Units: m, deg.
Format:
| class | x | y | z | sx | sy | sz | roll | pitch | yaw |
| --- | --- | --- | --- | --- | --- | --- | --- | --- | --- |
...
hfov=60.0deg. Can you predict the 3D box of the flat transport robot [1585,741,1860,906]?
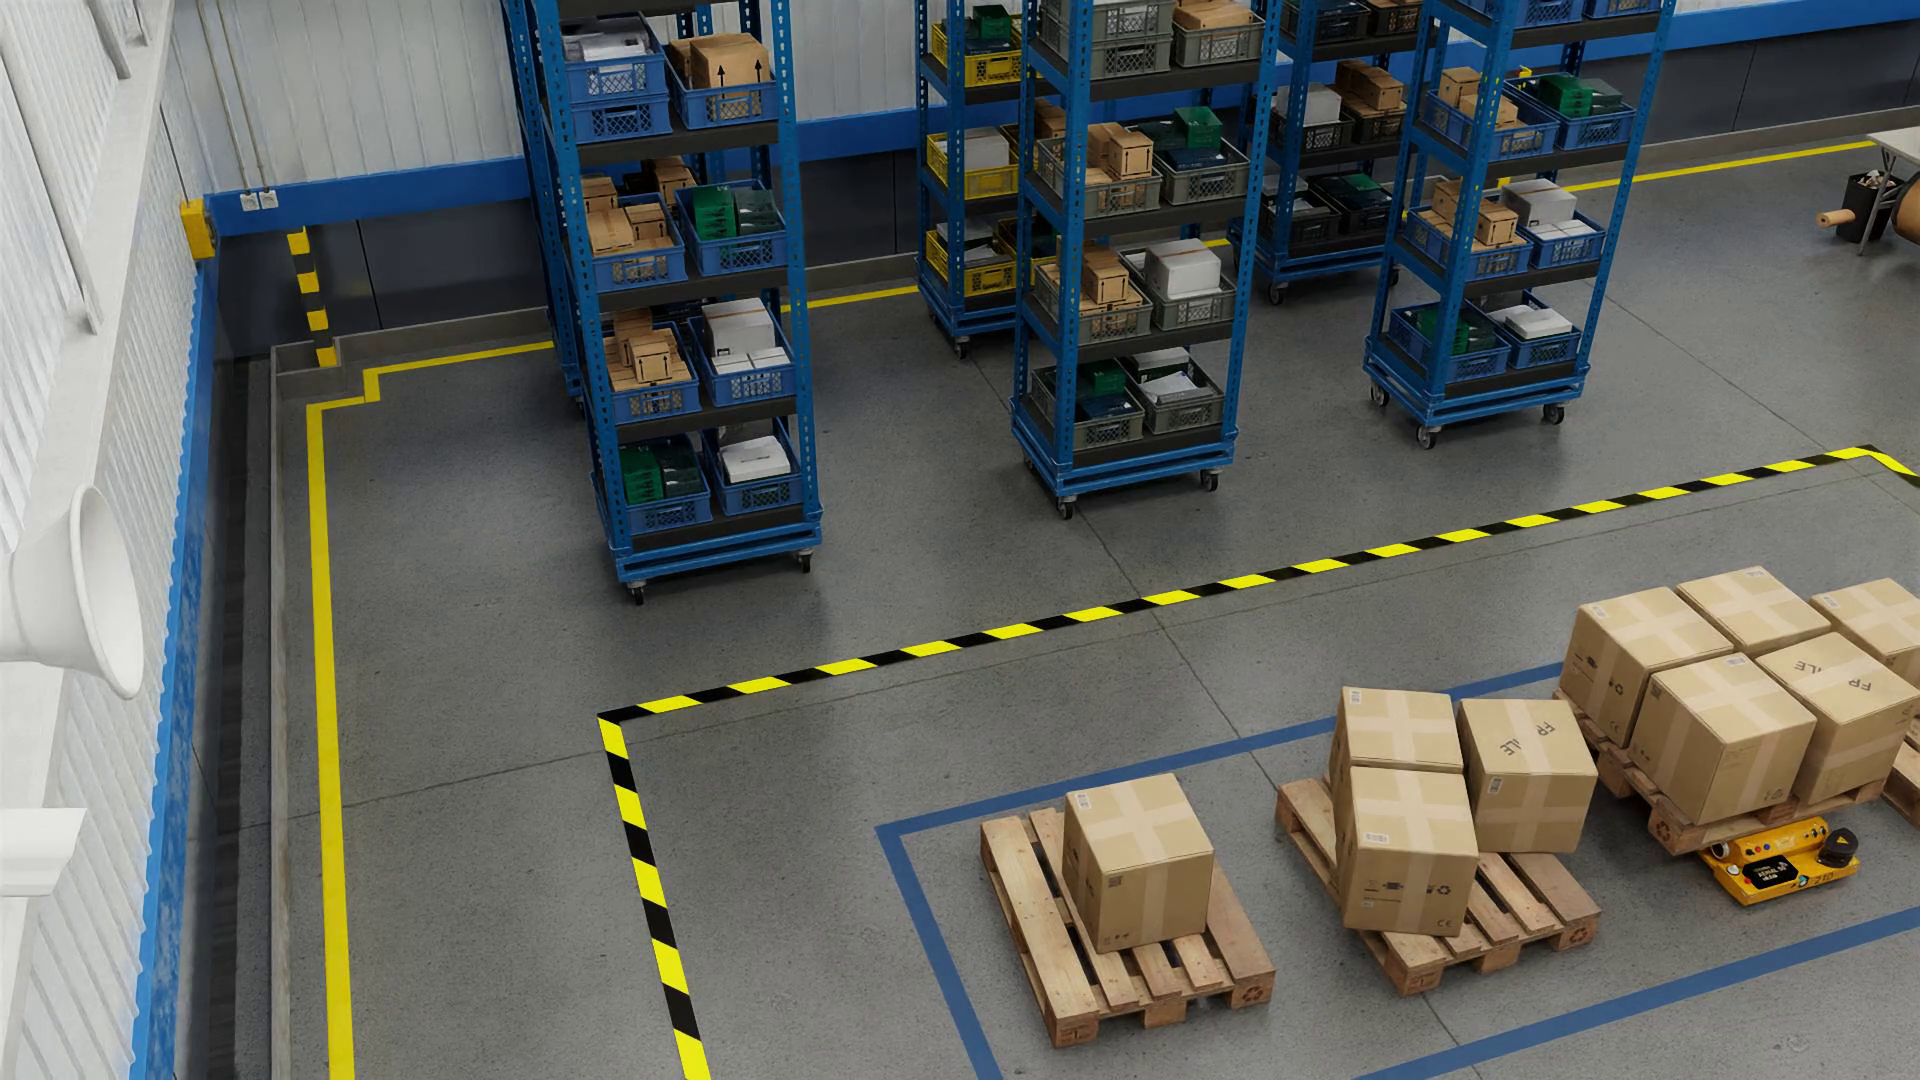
| class | x | y | z | sx | sy | sz | roll | pitch | yaw |
| --- | --- | --- | --- | --- | --- | --- | --- | --- | --- |
| flat transport robot | 3.738 | 1.188 | 8.347 | 0.652 | 0.197 | 1.431 | -11 | 37 | -15 |
